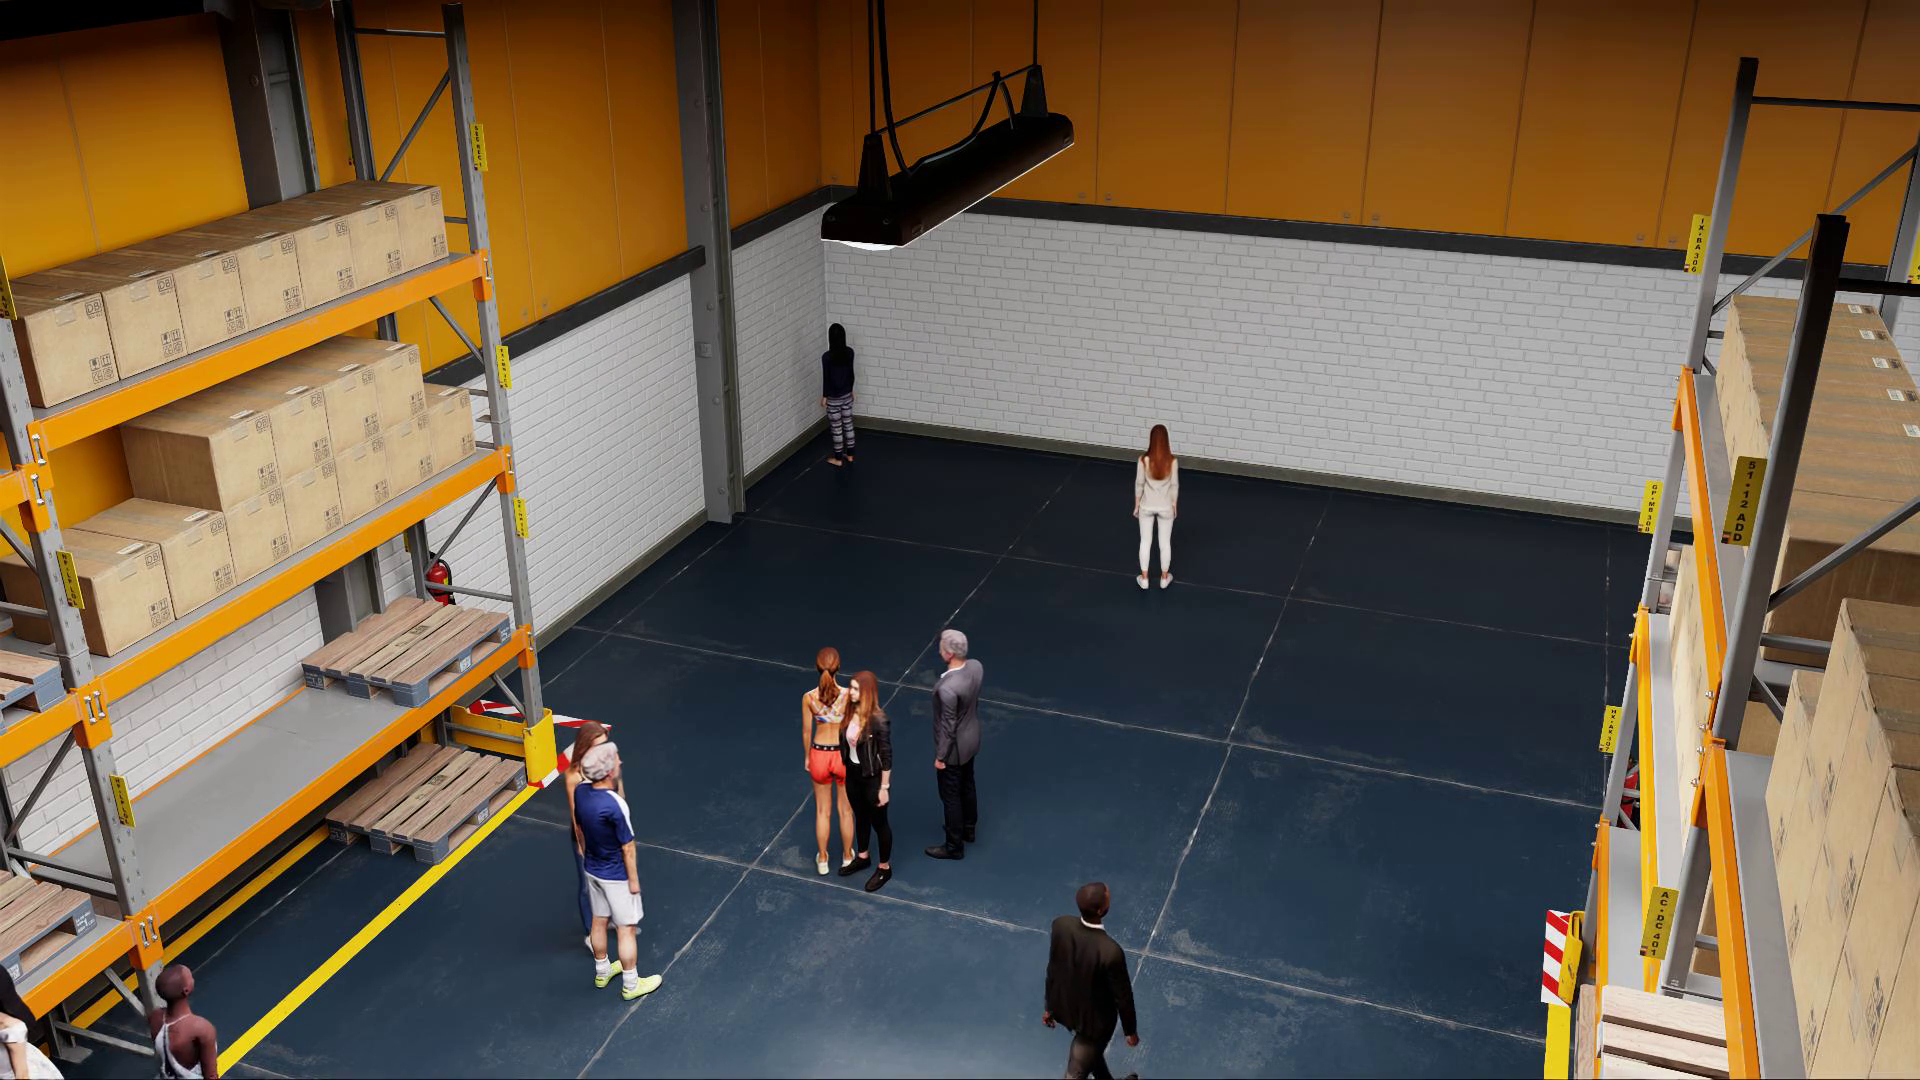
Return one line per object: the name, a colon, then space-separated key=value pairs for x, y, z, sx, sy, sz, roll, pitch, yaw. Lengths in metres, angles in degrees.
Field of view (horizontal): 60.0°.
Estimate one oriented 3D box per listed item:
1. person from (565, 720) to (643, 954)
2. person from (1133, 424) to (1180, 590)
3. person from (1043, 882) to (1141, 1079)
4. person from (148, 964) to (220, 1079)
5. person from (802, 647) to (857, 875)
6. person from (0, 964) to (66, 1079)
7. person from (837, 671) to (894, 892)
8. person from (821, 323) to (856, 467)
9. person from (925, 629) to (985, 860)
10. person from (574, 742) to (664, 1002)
person: x=-2.459 y=1.977 z=11.249 sx=0.620 sy=1.721 sz=0.720 roll=-21 pitch=31 yaw=-40
person: x=1.951 y=-0.324 z=16.524 sx=0.647 sy=1.713 sz=0.628 roll=3 pitch=24 yaw=6
person: x=0.659 y=2.766 z=9.411 sx=1.301 sy=1.748 sz=1.043 roll=-21 pitch=31 yaw=-40
person: x=-4.068 y=3.077 z=8.730 sx=0.630 sy=1.723 sz=1.131 roll=7 pitch=25 yaw=16
person: x=-0.916 y=1.604 z=12.020 sx=0.623 sy=1.786 sz=0.631 roll=1 pitch=24 yaw=1
person: x=-4.992 y=2.981 z=8.892 sx=0.800 sy=1.769 sz=0.776 roll=-19 pitch=30 yaw=-36
person: x=-0.650 y=1.689 z=11.918 sx=0.669 sy=1.713 sz=0.678 roll=-21 pitch=31 yaw=-40
person: x=-1.431 y=-1.737 z=19.729 sx=0.629 sy=1.734 sz=0.743 roll=-18 pitch=29 yaw=-35
person: x=-0.033 y=1.482 z=12.237 sx=0.773 sy=1.836 sz=0.541 roll=10 pitch=25 yaw=21
person: x=-2.264 y=2.128 z=10.757 sx=0.691 sy=1.838 sz=0.648 roll=17 pitch=29 yaw=33
